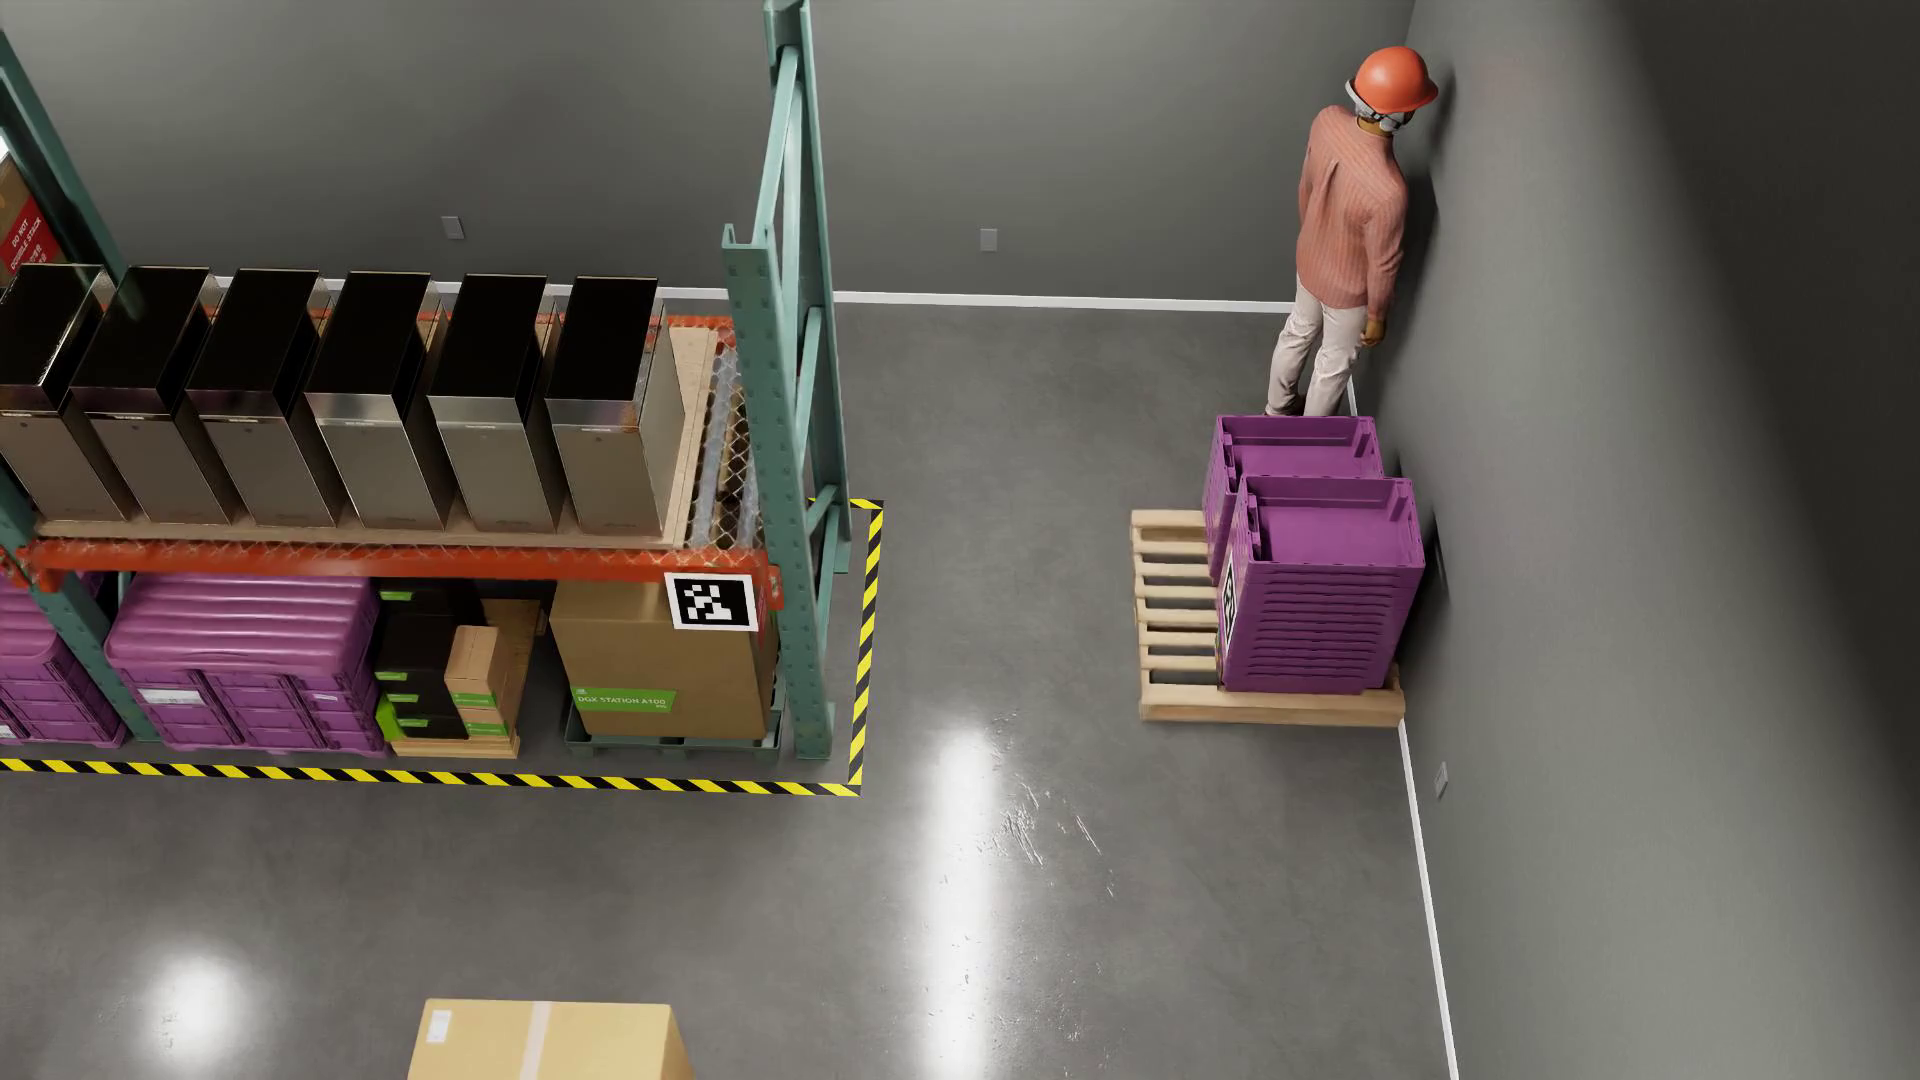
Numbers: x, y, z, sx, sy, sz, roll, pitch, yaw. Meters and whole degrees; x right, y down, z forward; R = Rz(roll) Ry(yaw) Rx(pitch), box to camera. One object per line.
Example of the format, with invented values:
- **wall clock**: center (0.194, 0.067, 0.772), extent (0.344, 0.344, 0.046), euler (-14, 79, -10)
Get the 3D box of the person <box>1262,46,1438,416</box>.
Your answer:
- **person**: center (1.499, -1.052, 6.486), extent (0.375, 1.995, 0.611), euler (-18, 54, -13)
